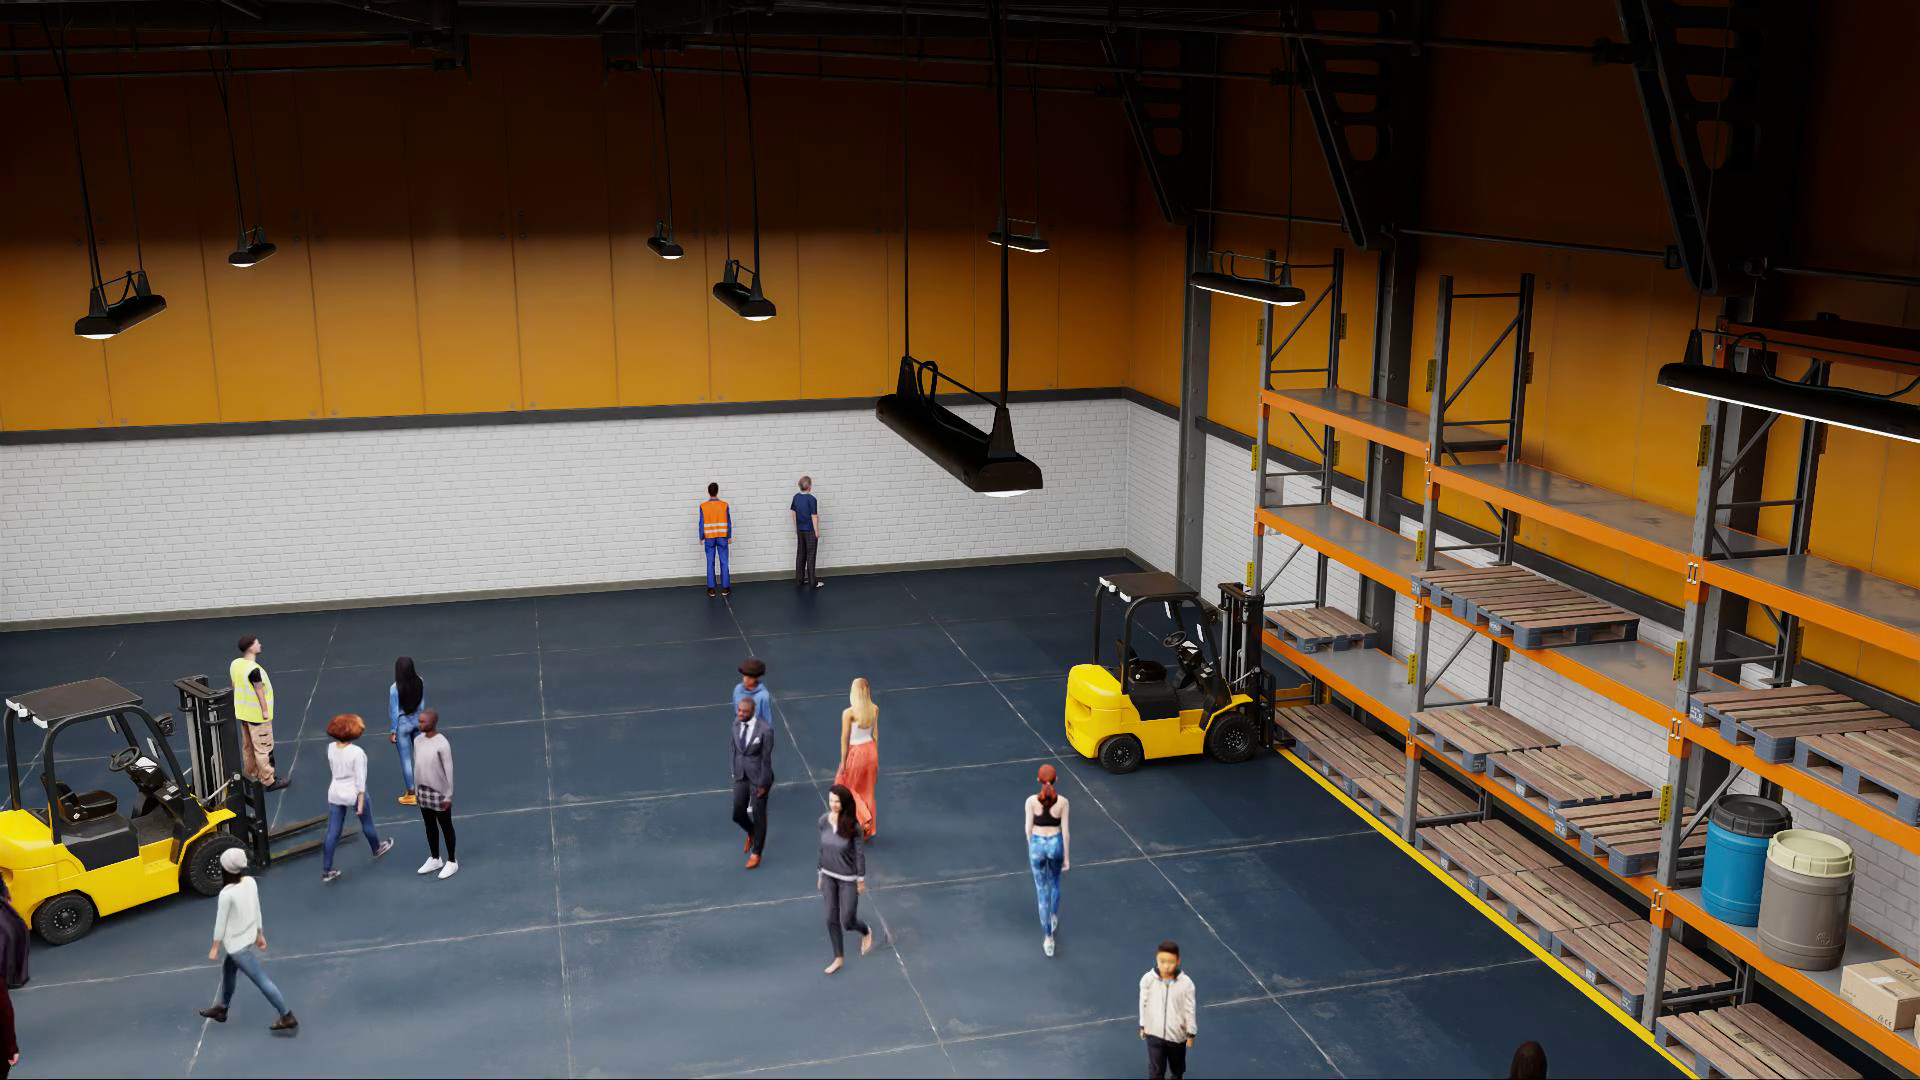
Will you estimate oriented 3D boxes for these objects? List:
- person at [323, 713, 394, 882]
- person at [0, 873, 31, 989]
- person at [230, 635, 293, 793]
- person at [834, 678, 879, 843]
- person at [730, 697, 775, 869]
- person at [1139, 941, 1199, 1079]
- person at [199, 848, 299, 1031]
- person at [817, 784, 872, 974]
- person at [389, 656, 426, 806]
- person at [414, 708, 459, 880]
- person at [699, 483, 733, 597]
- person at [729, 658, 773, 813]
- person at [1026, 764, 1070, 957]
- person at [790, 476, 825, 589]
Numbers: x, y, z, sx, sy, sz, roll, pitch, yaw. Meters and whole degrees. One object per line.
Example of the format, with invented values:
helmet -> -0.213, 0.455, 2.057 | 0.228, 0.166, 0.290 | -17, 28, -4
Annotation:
person -> -6.240, 2.621, 16.754 | 1.057, 1.661, 1.255 | 4, 14, 16
person -> -8.621, 3.181, 14.557 | 0.708, 1.608, 0.724 | -5, 15, -21
person -> -8.075, 1.964, 19.071 | 0.849, 1.847, 0.914 | 9, 16, 34
person -> -0.997, 2.356, 17.572 | 0.811, 1.791, 0.896 | -10, 17, -37
person -> -2.096, 2.448, 17.153 | 0.859, 1.810, 0.913 | 7, 15, 27
person -> 1.590, 3.713, 12.713 | 0.818, 1.441, 0.966 | 3, 14, 11
person -> -5.896, 3.369, 13.814 | 0.936, 1.592, 1.159 | 2, 14, 8
person -> -1.034, 3.004, 14.966 | 0.853, 1.758, 0.922 | 7, 15, 25
person -> -6.183, 2.123, 18.701 | 0.716, 1.712, 0.674 | 9, 16, 34
person -> -5.309, 2.542, 16.848 | 0.687, 1.772, 0.731 | 6, 15, 24
person -> -4.003, -0.024, 27.251 | 0.709, 1.863, 0.611 | -3, 14, -10
person -> -2.247, 2.144, 18.459 | 0.800, 1.787, 0.860 | 9, 16, 33
person -> 0.793, 2.948, 15.189 | 0.672, 1.762, 0.978 | -1, 14, -4
person -> -2.559, -0.143, 27.725 | 0.706, 1.871, 0.784 | 9, 16, 33
